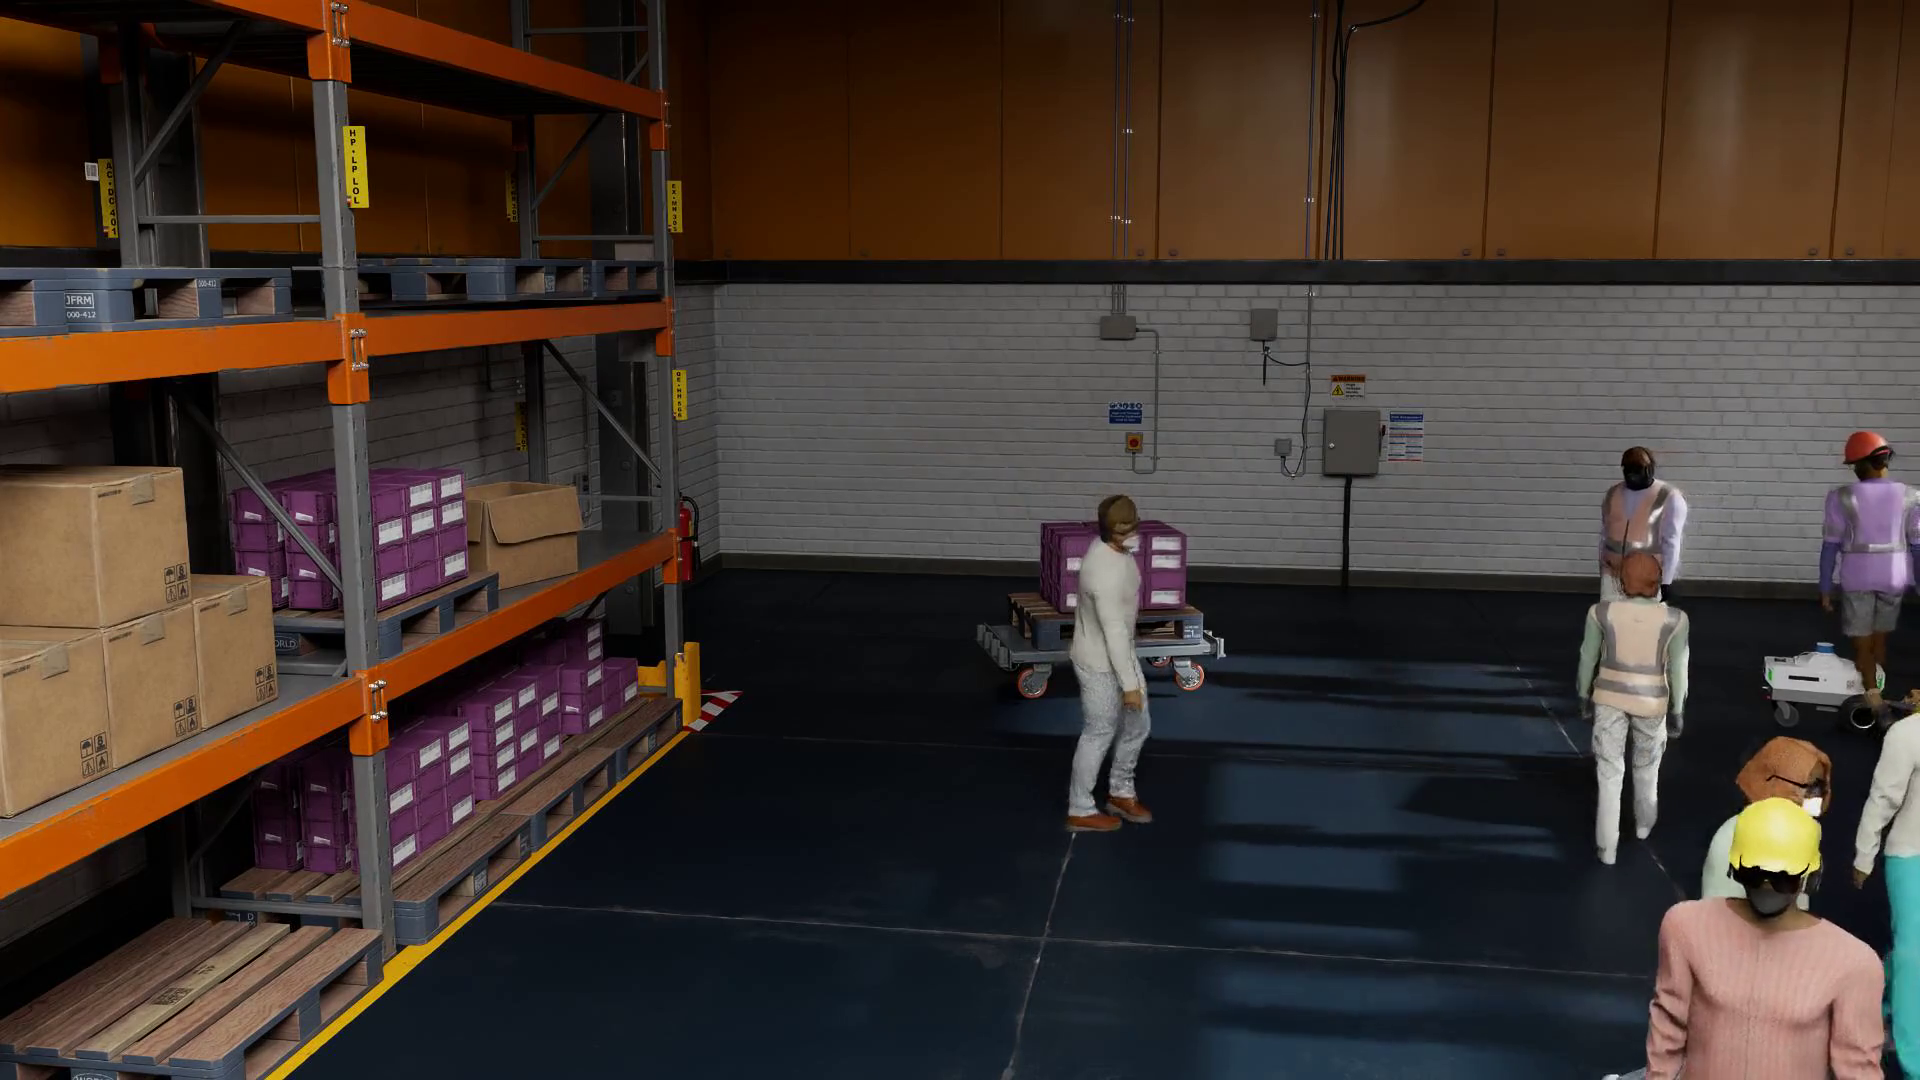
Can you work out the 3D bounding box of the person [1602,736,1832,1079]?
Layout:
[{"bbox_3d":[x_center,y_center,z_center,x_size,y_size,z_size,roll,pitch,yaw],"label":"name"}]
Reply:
[{"bbox_3d":[2.482,1.376,5.346,0.501,1.605,0.698,-5,10,-27],"label":"person"}]

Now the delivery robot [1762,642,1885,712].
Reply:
[{"bbox_3d":[5.740,0.925,11.076,0.707,0.478,0.477,4,10,23],"label":"delivery robot"}]

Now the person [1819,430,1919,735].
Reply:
[{"bbox_3d":[6.032,0.284,10.939,0.669,1.990,0.939,2,9,13],"label":"person"}]

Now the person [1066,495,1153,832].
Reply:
[{"bbox_3d":[0.810,0.675,8.831,0.533,1.887,0.718,3,10,17],"label":"person"}]

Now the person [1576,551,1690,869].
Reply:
[{"bbox_3d":[3.473,0.849,8.627,0.534,1.595,0.780,4,10,21],"label":"person"}]

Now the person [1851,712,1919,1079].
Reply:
[{"bbox_3d":[3.652,1.196,6.188,0.540,1.699,0.849,-1,9,-8],"label":"person"}]

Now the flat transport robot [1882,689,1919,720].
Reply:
[{"bbox_3d":[6.778,1.165,10.751,1.431,0.197,0.652,4,10,24],"label":"flat transport robot"}]

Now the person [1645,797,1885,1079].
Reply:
[{"bbox_3d":[1.963,1.500,4.138,0.553,1.736,0.740,6,11,32],"label":"person"}]

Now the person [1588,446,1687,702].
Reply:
[{"bbox_3d":[4.788,0.234,11.728,0.765,1.817,0.626,-8,12,-42],"label":"person"}]
